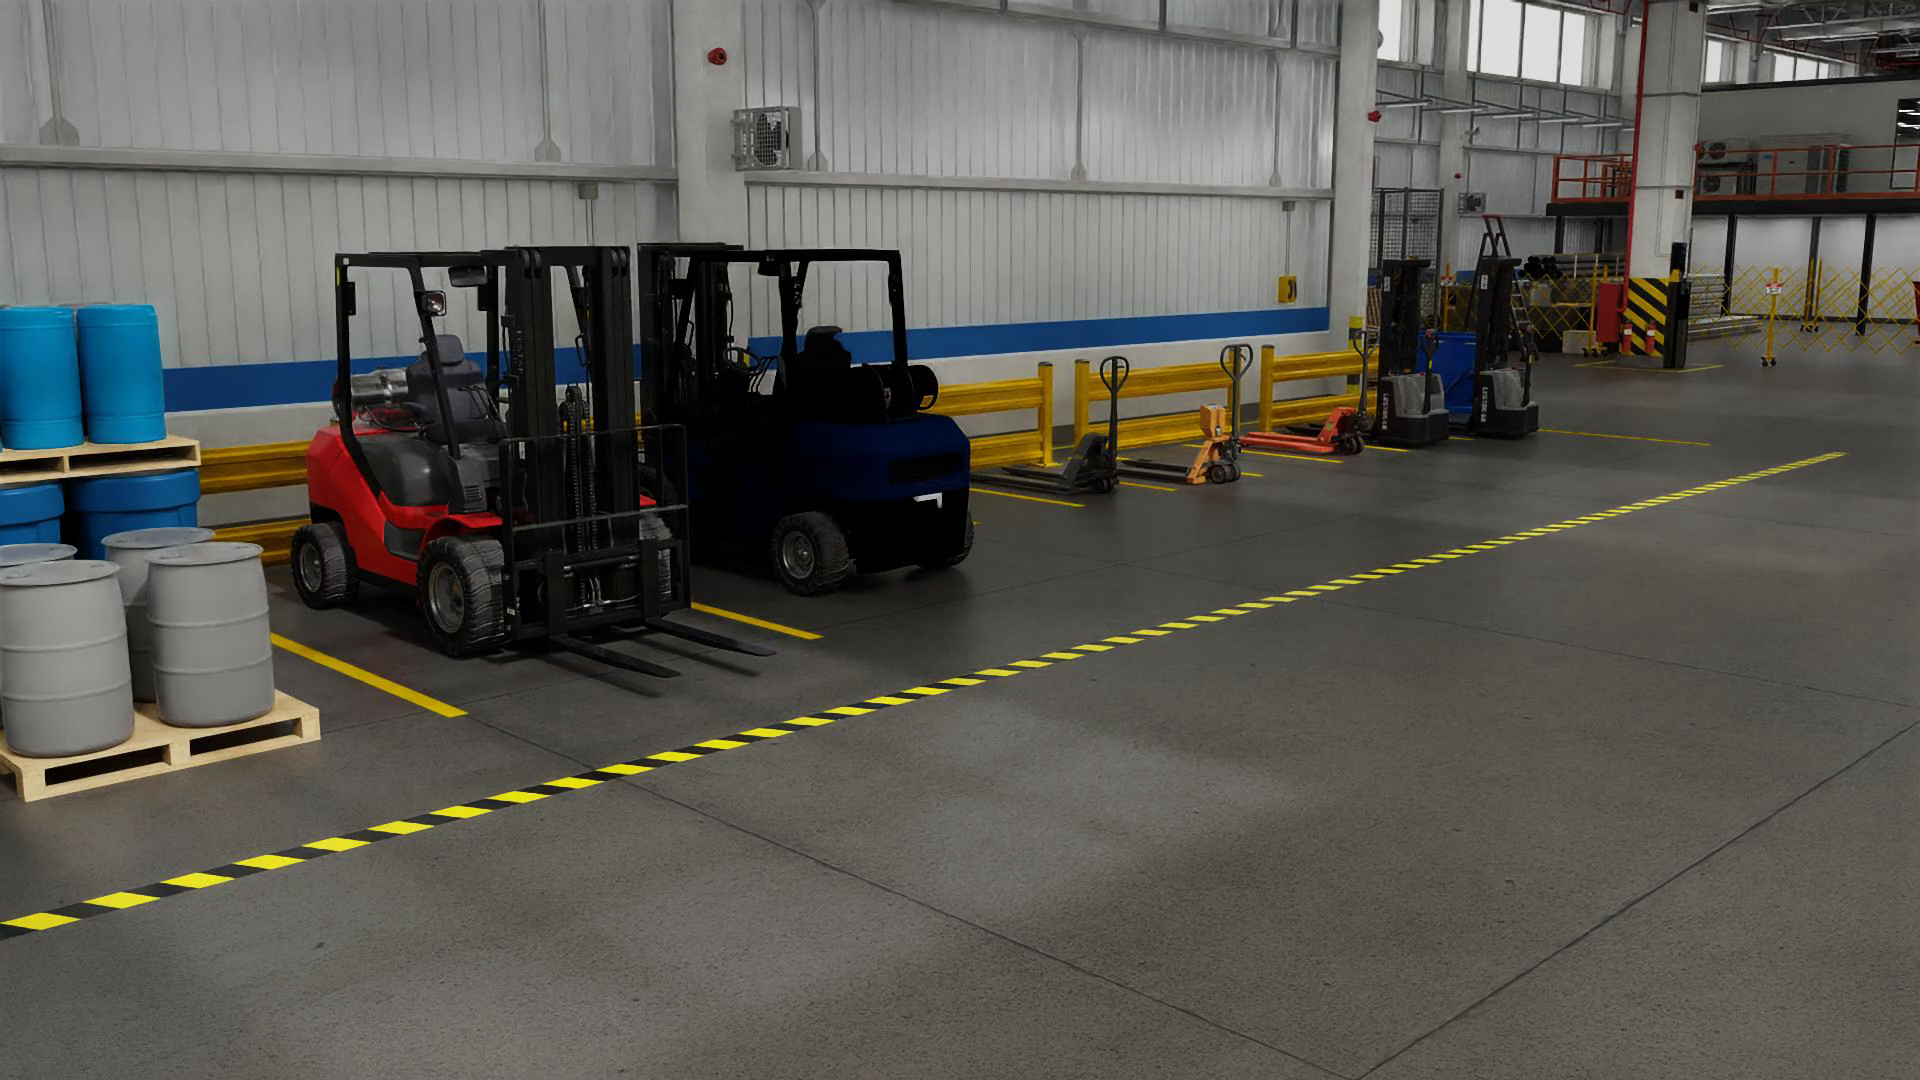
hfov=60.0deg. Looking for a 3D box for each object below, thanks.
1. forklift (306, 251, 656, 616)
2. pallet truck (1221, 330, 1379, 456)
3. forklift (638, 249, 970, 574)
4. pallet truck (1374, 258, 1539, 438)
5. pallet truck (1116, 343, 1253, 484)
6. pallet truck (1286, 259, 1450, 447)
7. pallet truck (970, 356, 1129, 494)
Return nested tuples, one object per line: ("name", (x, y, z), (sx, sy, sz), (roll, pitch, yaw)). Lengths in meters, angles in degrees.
("forklift", (-2.833, -0.669, 9.694), (1.157, 1.987, 2.680), (-10, 14, -44))
("pallet truck", (3.563, -1.581, 17.381), (0.653, 1.274, 1.630), (-10, 14, -44))
("forklift", (-1.173, -0.958, 11.239), (2.680, 1.987, 1.157), (10, 14, 43))
("pallet truck", (5.704, -2.208, 18.901), (1.885, 1.965, 0.823), (10, 14, 43))
("pallet truck", (1.962, -1.215, 15.415), (1.522, 1.261, 0.704), (10, 14, 43))
("pallet truck", (4.493, -2.078, 18.196), (0.823, 1.965, 1.885), (-9, 14, -40))
("pallet truck", (0.784, -1.085, 14.876), (0.680, 1.201, 1.601), (-10, 14, -44))
